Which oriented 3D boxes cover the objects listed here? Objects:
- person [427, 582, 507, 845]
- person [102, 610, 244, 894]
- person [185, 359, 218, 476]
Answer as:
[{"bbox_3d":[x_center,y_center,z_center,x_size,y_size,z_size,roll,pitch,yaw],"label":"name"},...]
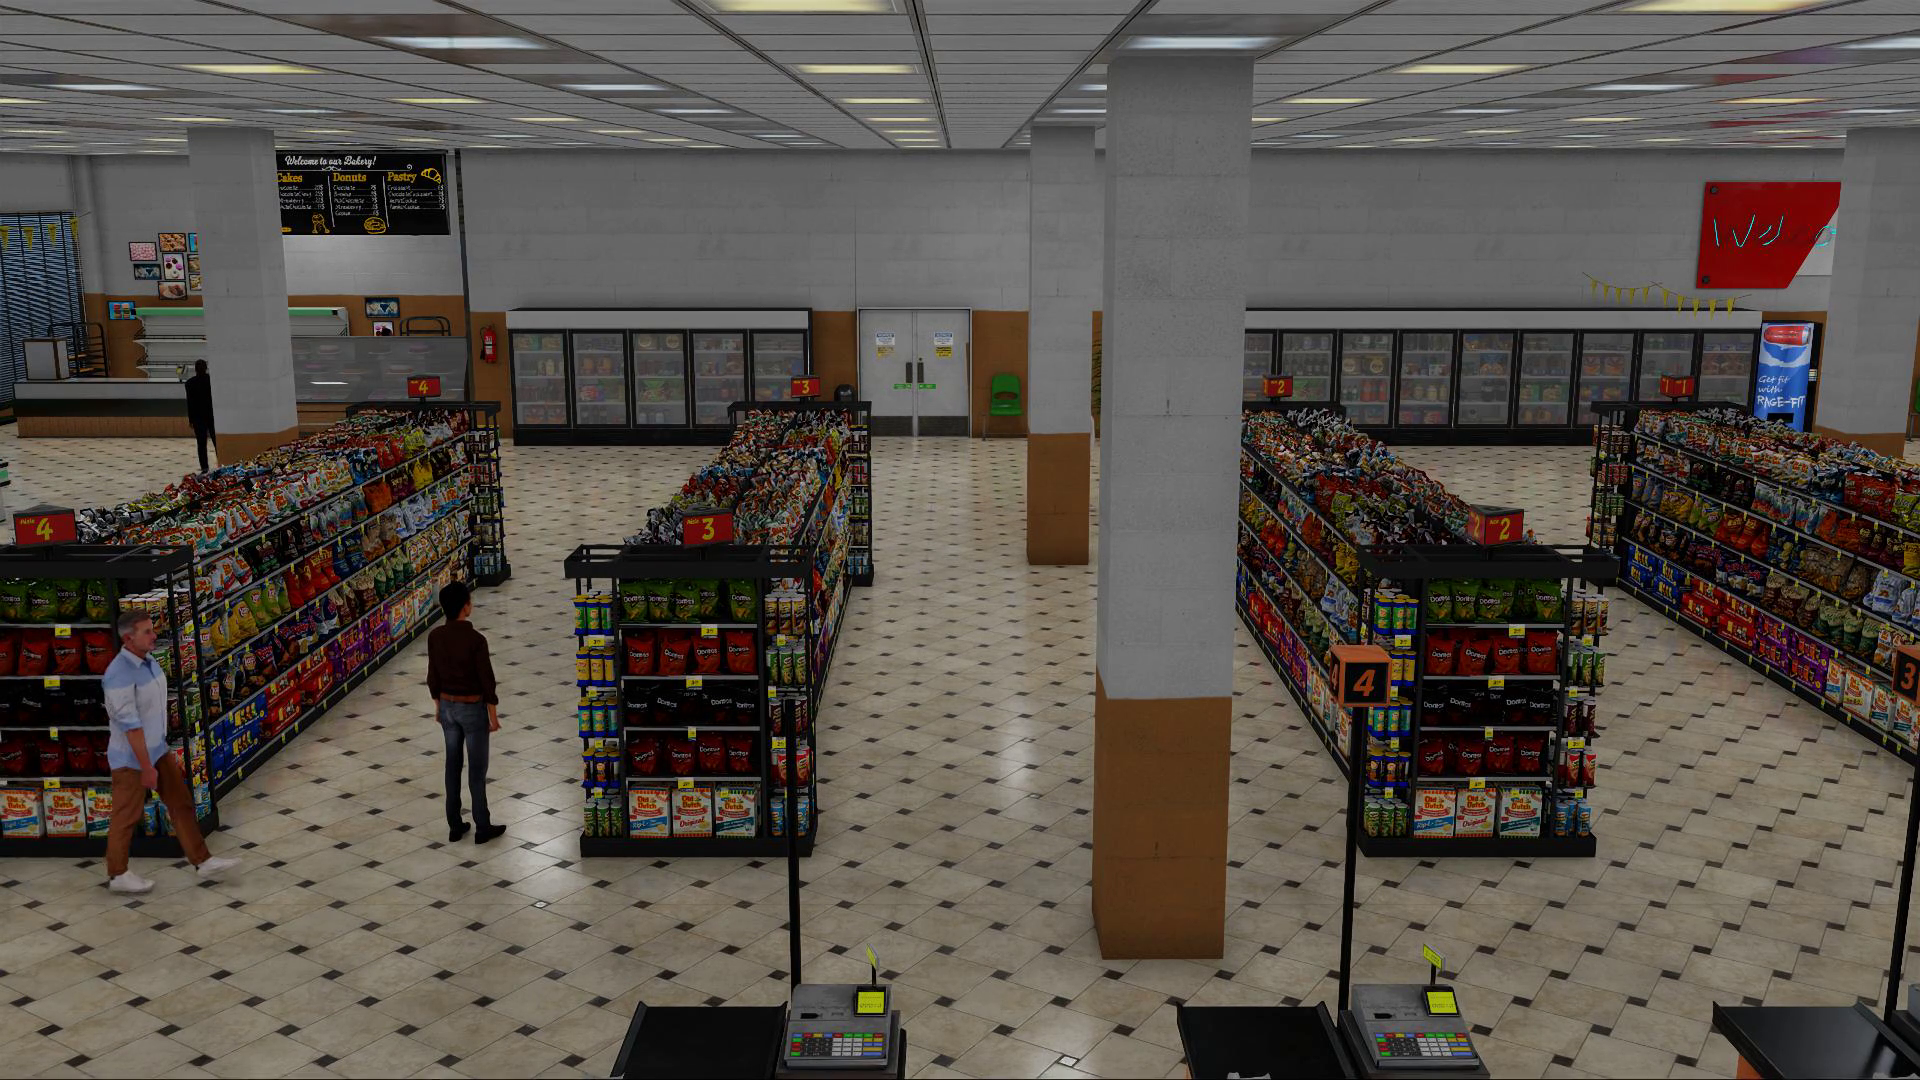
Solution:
[{"bbox_3d":[-3.320,1.150,11.111,0.701,1.782,0.635,4,12,17],"label":"person"},{"bbox_3d":[-5.141,1.346,10.269,0.769,1.745,0.921,0,12,-1],"label":"person"},{"bbox_3d":[-11.416,-1.834,25.196,0.785,1.817,0.831,-10,16,-40],"label":"person"}]
